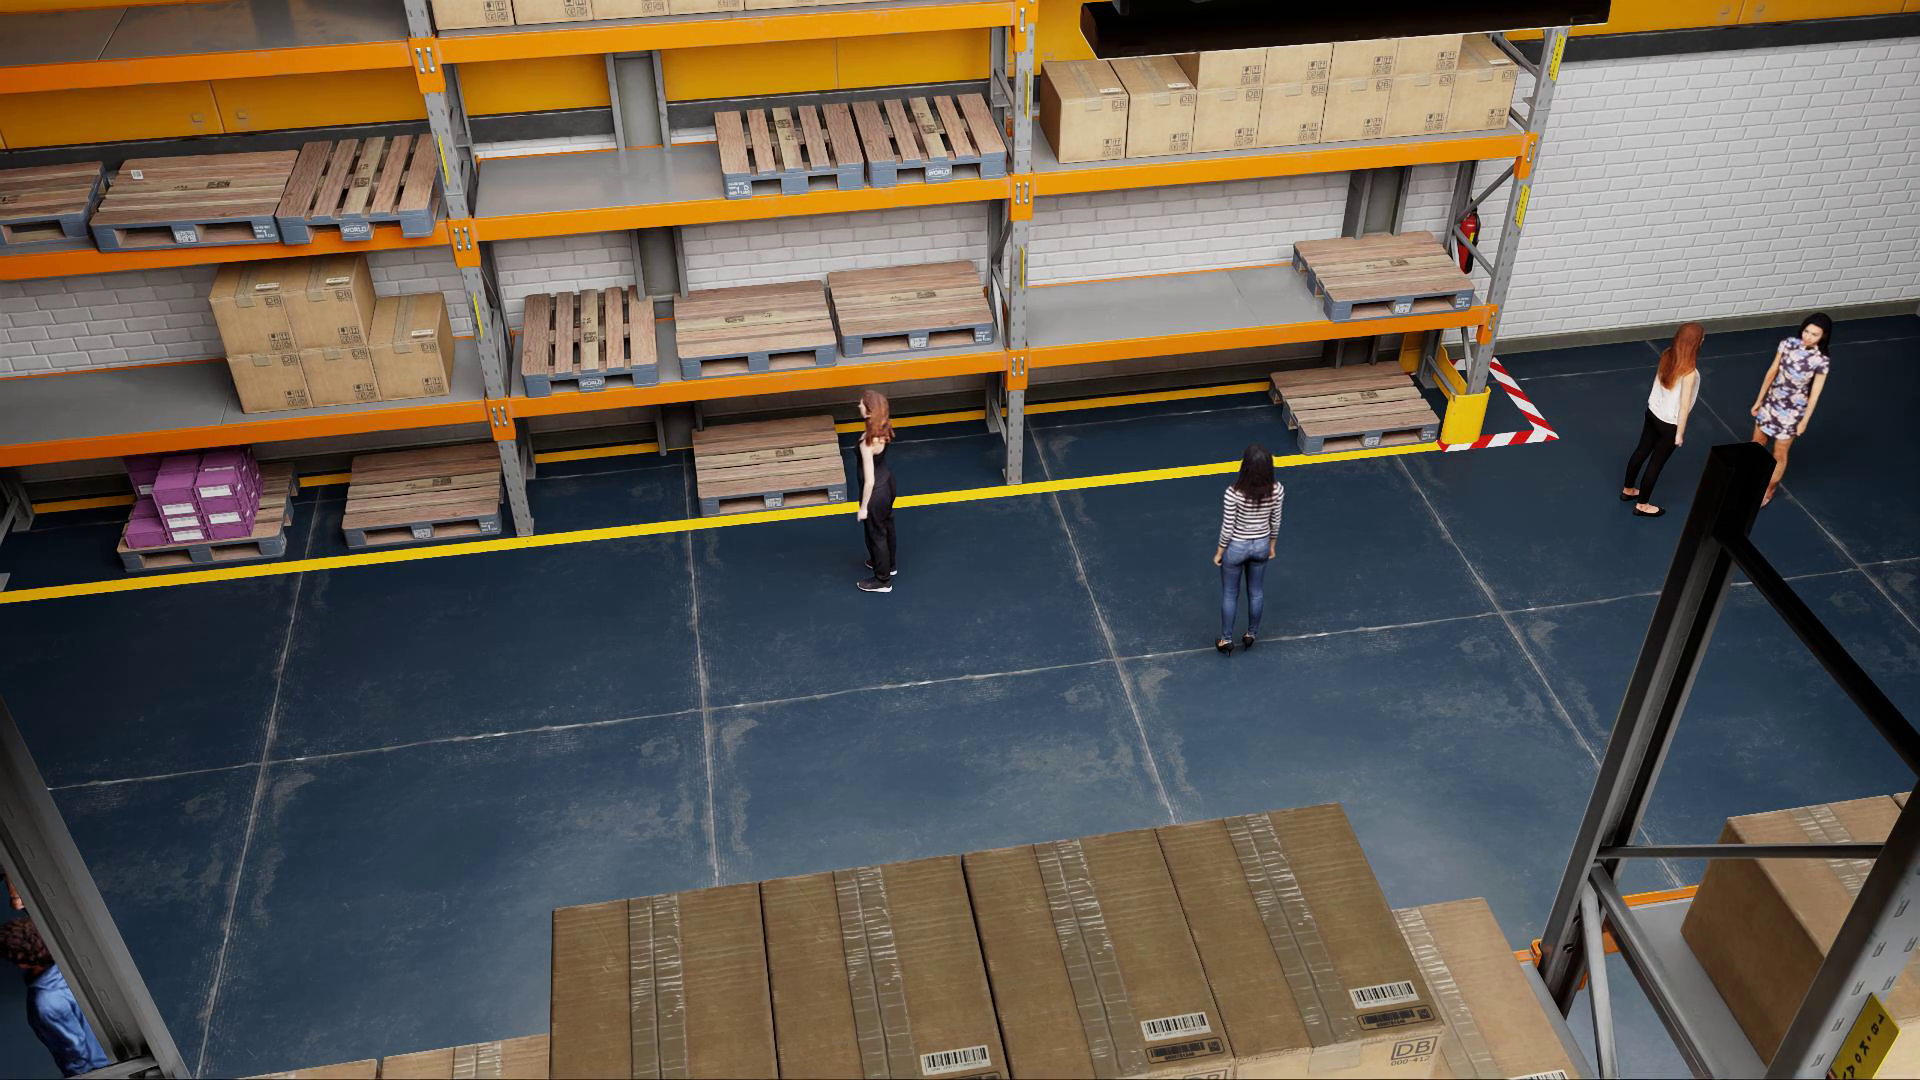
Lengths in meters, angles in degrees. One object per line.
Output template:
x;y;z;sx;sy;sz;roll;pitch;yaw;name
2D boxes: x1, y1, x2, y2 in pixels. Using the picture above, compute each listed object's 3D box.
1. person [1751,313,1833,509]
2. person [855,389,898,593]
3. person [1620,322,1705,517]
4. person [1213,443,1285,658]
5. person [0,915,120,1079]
6.550;-1.043;13.200;0.650;1.733;0.661;-24;44;-27;person
-0.609;-0.372;12.346;0.645;1.748;0.648;8;39;10;person
5.549;-0.960;13.103;0.492;1.722;0.580;-7;39;-9;person
2.013;0.083;11.739;0.439;1.795;0.654;-7;39;-9;person
-4.540;2.559;8.626;0.596;1.811;0.691;-10;40;-12;person
